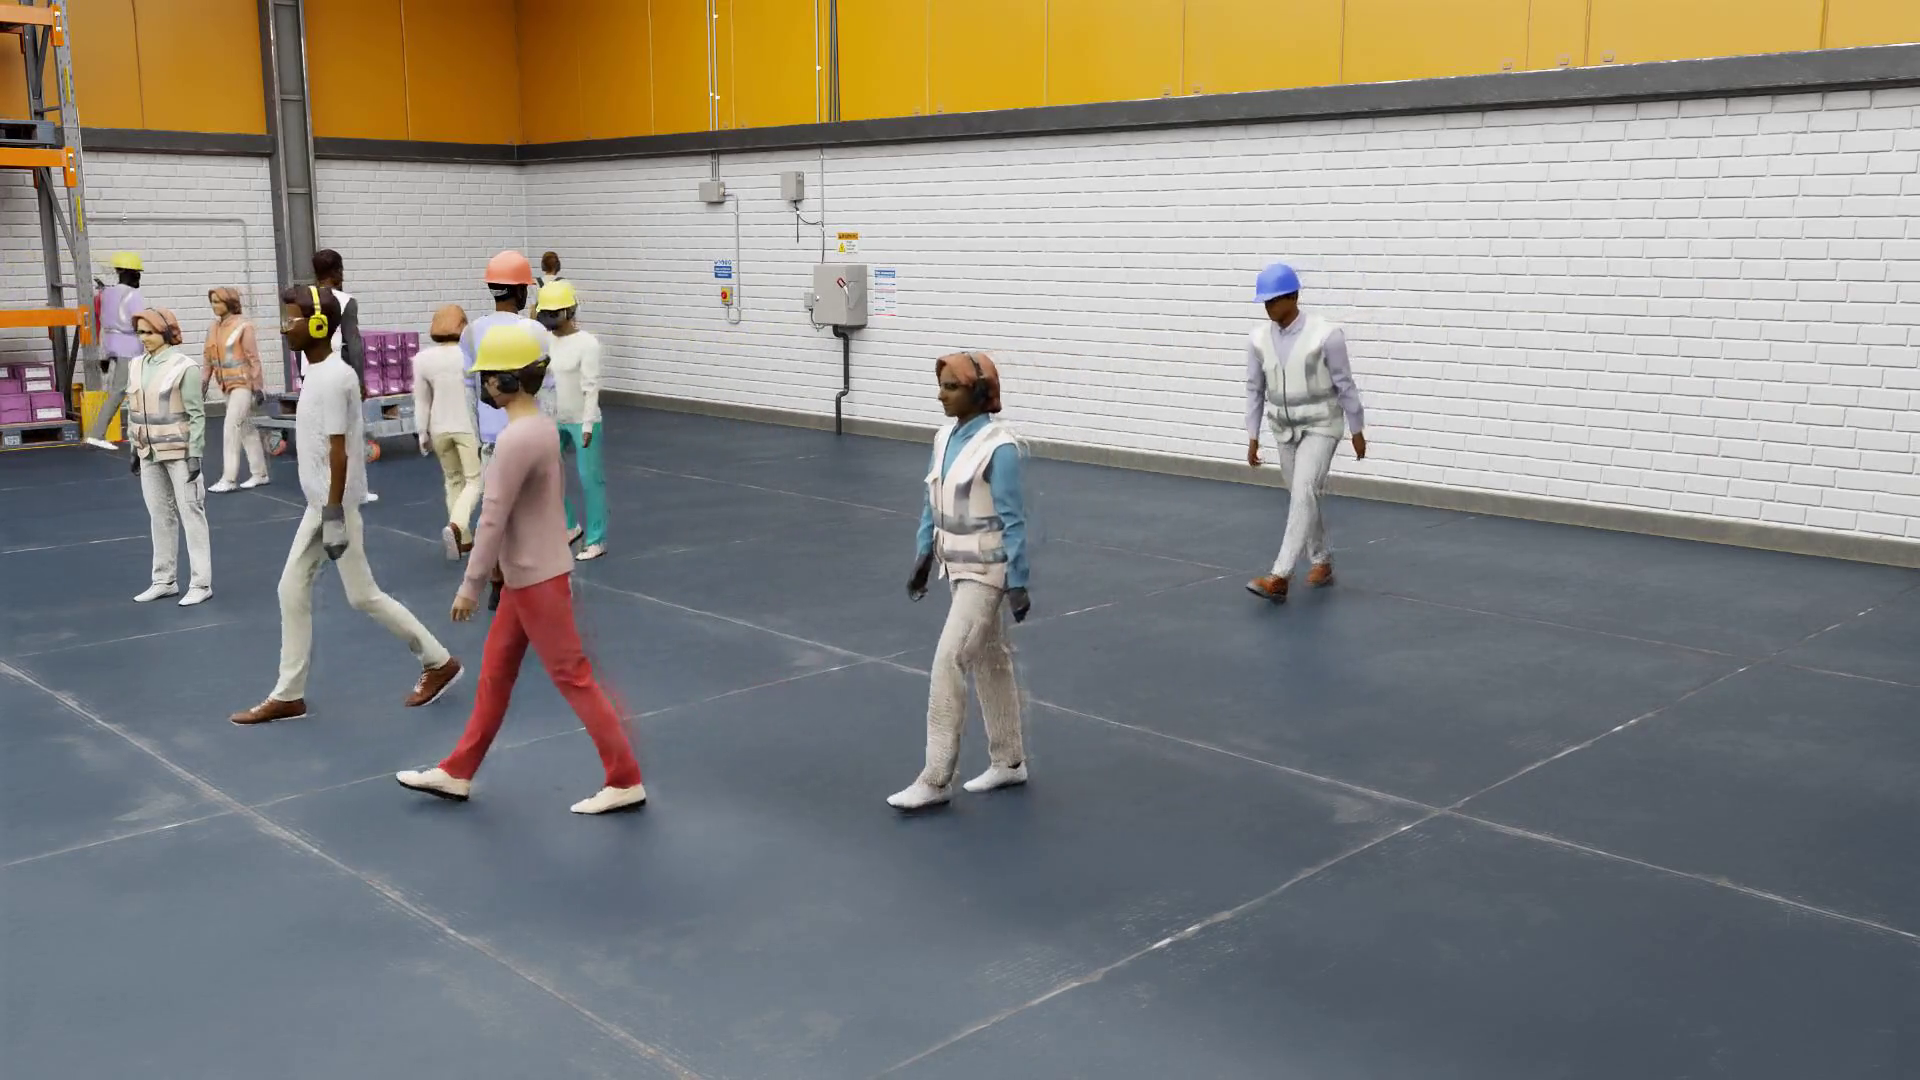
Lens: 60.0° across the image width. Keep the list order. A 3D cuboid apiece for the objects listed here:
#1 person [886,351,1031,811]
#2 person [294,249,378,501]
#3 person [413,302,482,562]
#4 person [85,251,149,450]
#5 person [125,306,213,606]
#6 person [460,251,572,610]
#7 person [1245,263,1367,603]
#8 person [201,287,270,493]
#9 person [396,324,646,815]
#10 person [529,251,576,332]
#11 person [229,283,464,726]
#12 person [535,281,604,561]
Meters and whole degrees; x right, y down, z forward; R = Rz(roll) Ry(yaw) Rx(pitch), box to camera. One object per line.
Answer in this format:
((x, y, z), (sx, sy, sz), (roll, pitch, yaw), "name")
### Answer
((-0.047, 0.145, 5.893), (0.714, 1.611, 0.540), (-4, 11, -22), "person")
((-4.746, -1.223, 12.546), (0.597, 1.916, 0.376), (4, 11, 22), "person")
((-3.134, -0.663, 10.315), (0.506, 1.613, 0.682), (1, 10, 4), "person")
((-7.945, -1.797, 15.831), (0.608, 1.876, 1.008), (7, 13, 35), "person")
((-4.349, -0.456, 9.133), (0.511, 1.638, 0.308), (4, 11, 21), "person")
((-2.387, -0.571, 8.939), (0.544, 1.939, 0.354), (4, 11, 19), "person")
((1.885, -0.599, 9.291), (1.012, 1.863, 0.636), (-10, 14, -43), "person")
((-5.795, -1.175, 13.131), (0.521, 1.613, 0.744), (7, 13, 34), "person")
((-1.534, 0.121, 5.770), (0.912, 1.719, 0.526), (-1, 10, -5), "person")
((-4.577, -2.323, 18.749), (0.515, 1.842, 0.328), (1, 10, 3), "person")
((-2.579, -0.148, 6.954), (0.918, 1.826, 0.530), (-6, 12, -30), "person")
((-2.413, -0.724, 10.318), (0.525, 1.746, 0.449), (5, 11, 24), "person")
